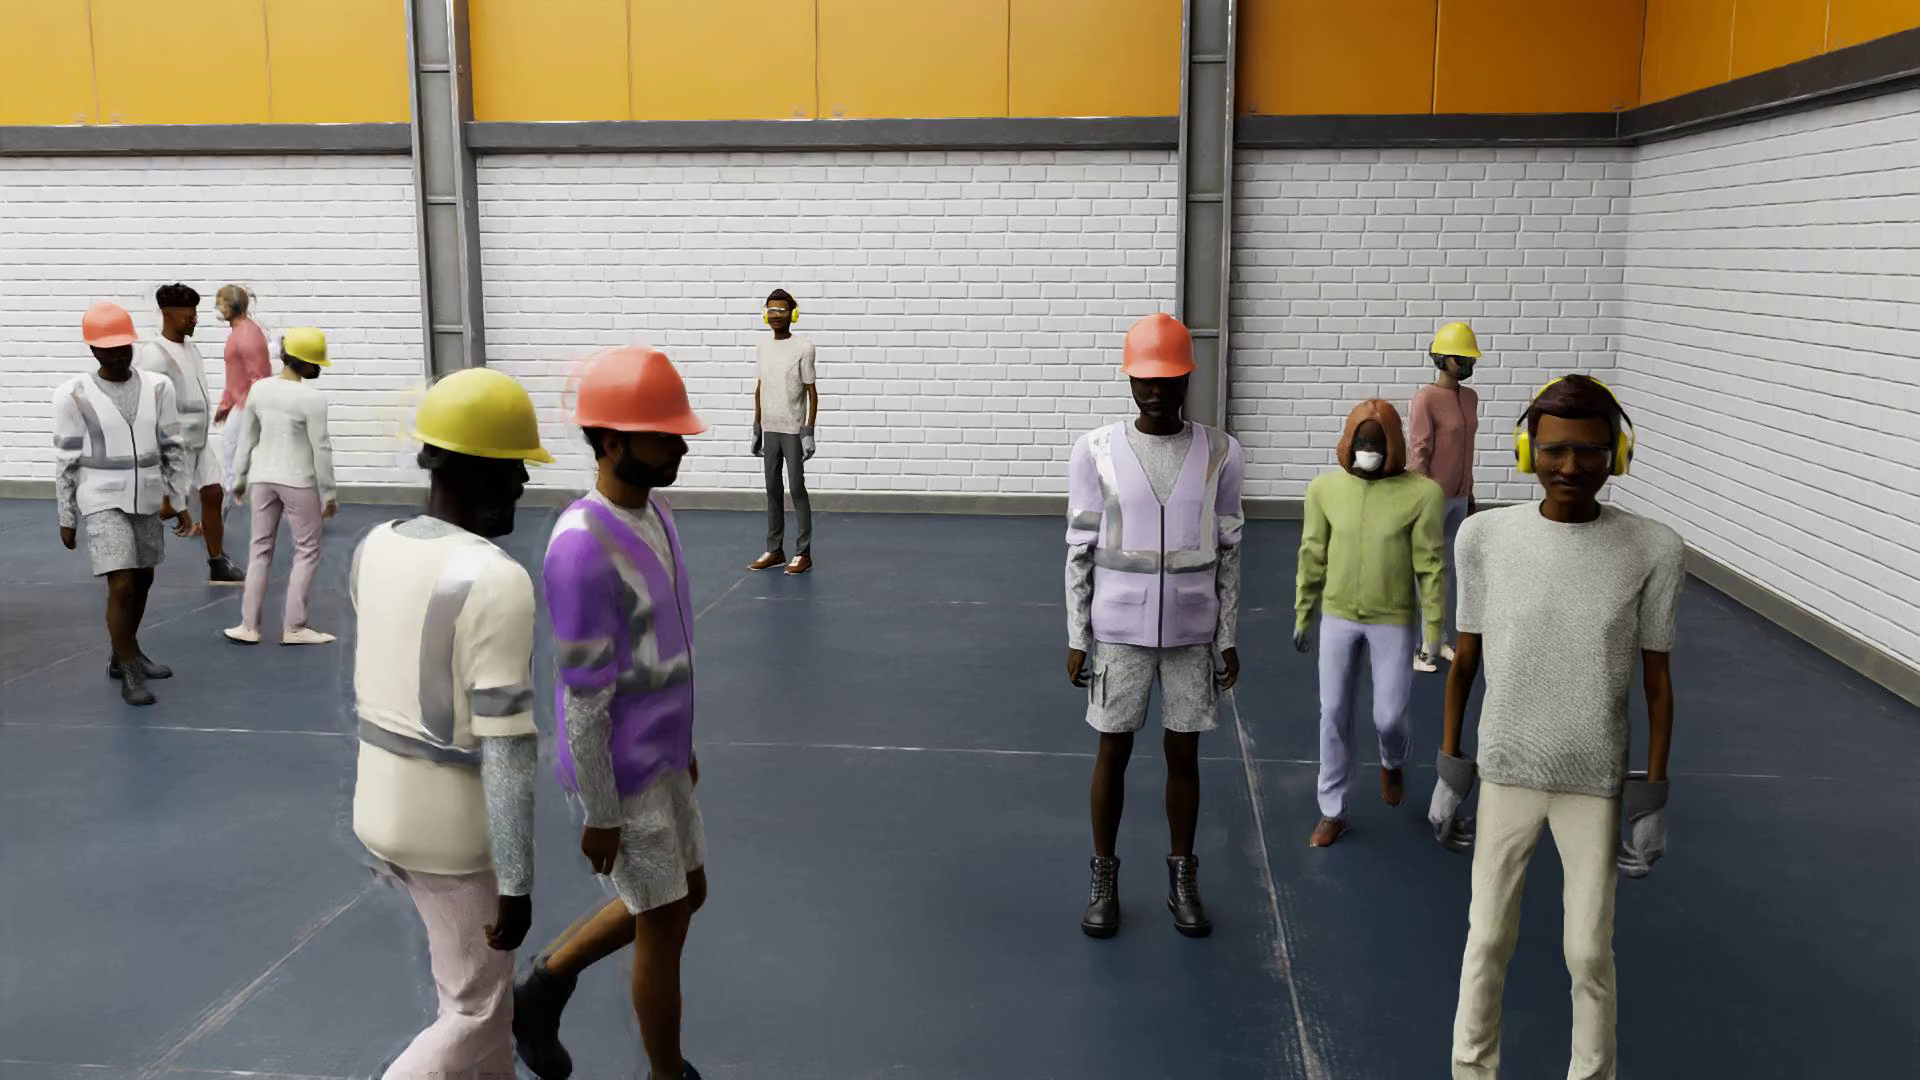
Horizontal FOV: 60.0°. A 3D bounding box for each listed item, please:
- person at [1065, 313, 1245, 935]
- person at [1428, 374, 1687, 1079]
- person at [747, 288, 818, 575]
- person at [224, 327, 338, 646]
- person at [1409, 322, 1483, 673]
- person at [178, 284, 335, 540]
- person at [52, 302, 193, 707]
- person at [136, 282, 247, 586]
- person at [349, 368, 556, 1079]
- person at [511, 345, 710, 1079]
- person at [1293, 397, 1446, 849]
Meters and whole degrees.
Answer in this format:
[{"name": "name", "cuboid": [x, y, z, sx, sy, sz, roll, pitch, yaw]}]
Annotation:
[{"name": "person", "cuboid": [0.601, 0.274, 5.137, 0.551, 1.936, 0.356, 0, 10, -1]}, {"name": "person", "cuboid": [1.327, 0.554, 3.763, 0.512, 1.860, 0.312, 4, 11, 24]}, {"name": "person", "cuboid": [-1.173, -0.712, 10.958, 0.531, 1.876, 0.317, 7, 12, 33]}, {"name": "person", "cuboid": [-3.684, -0.285, 8.964, 0.707, 1.718, 0.369, 3, 10, 17]}, {"name": "person", "cuboid": [2.466, -0.217, 8.442, 0.533, 1.767, 0.326, -9, 13, -41]}, {"name": "person", "cuboid": [-5.238, -0.951, 12.356, 1.078, 1.891, 0.624, -3, 10, -19]}, {"name": "person", "cuboid": [-4.020, -0.182, 7.922, 0.705, 1.900, 0.563, 8, 12, 37]}, {"name": "person", "cuboid": [-4.934, -0.640, 10.399, 0.839, 1.933, 0.627, 0, 10, 2]}, {"name": "person", "cuboid": [-1.120, 0.600, 3.429, 0.590, 1.896, 0.752, 9, 13, 42]}, {"name": "person", "cuboid": [-0.805, 0.500, 3.905, 0.665, 1.919, 0.568, 1, 10, 7]}, {"name": "person", "cuboid": [1.486, 0.287, 5.977, 0.556, 1.619, 0.479, 5, 11, 27]}]
